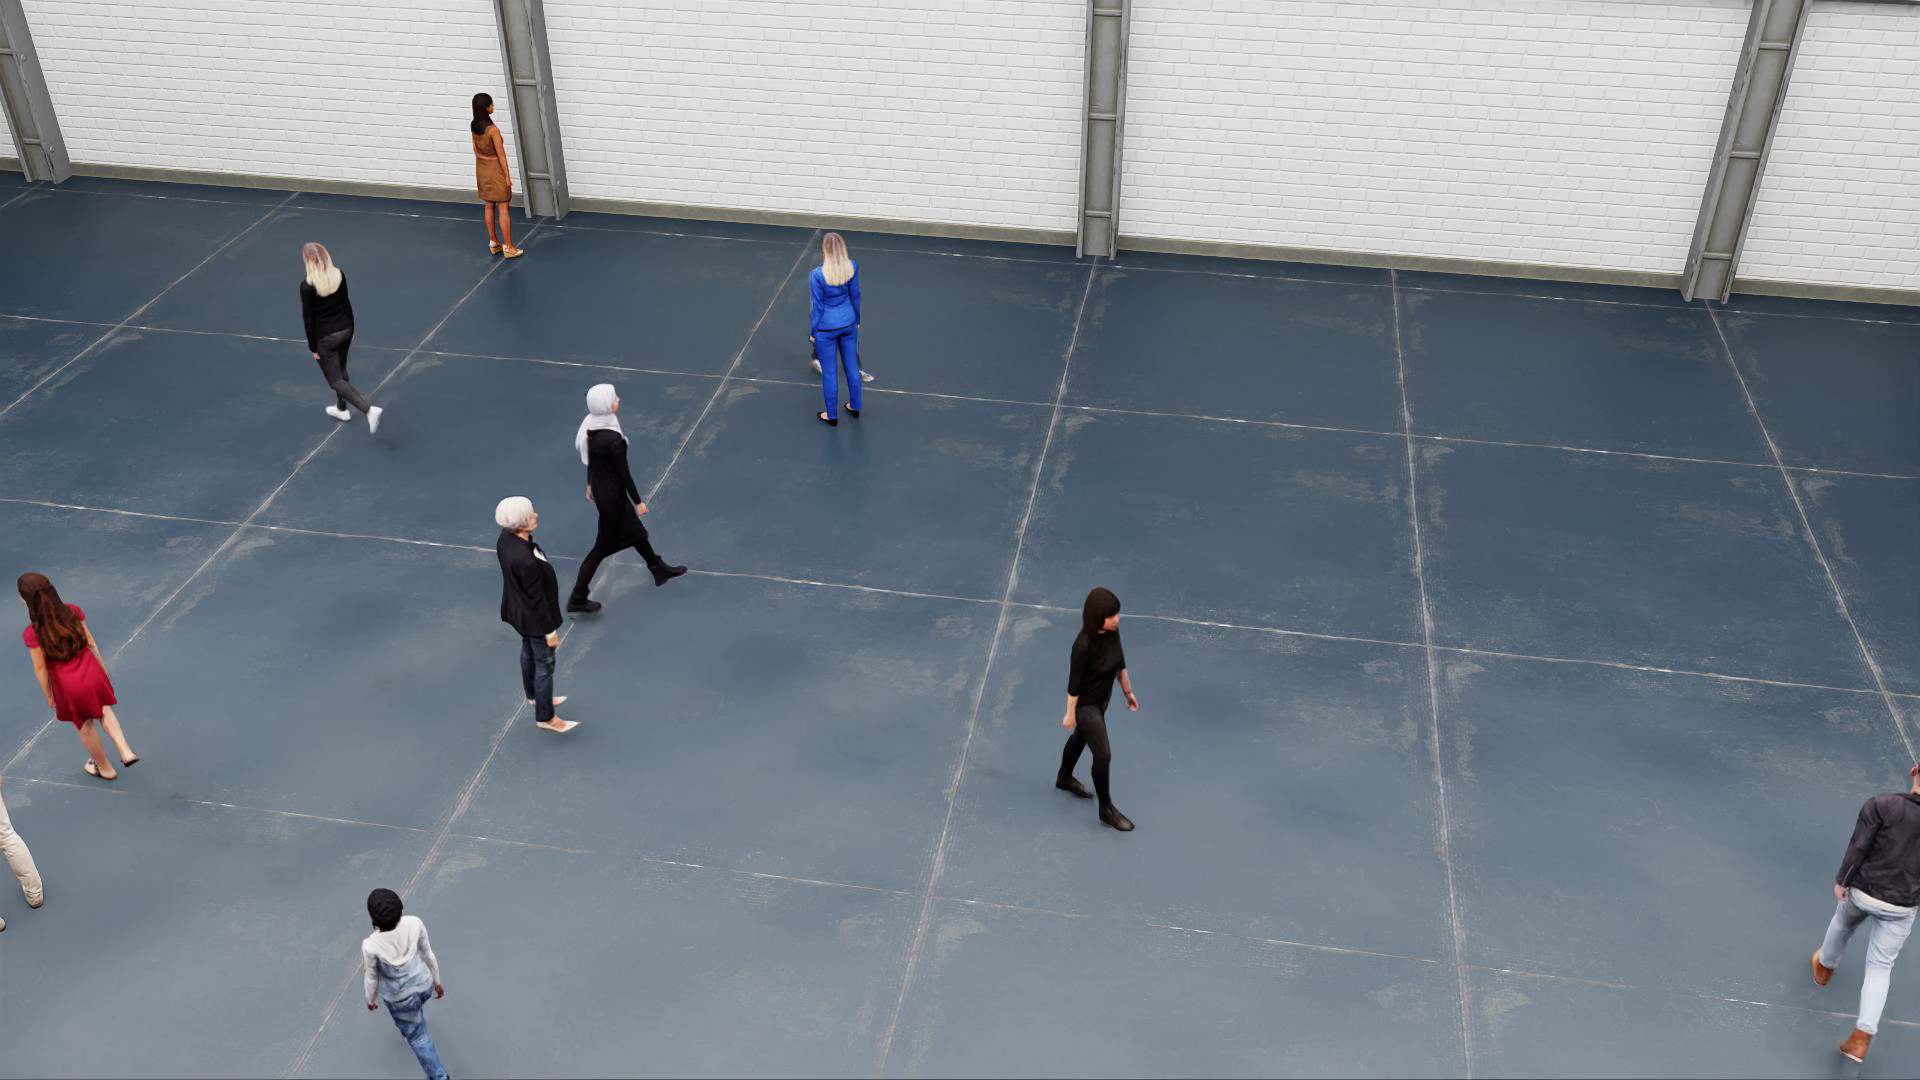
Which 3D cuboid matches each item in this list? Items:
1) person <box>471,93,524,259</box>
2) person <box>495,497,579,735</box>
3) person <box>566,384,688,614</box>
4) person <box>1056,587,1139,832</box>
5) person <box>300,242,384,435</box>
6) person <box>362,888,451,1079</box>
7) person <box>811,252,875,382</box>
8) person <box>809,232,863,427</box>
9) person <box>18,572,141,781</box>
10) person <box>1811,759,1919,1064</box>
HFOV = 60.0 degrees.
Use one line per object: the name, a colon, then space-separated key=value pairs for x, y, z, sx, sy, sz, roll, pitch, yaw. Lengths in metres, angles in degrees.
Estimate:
person: x=-4.711 y=-3.677 z=16.774 sx=0.585 sy=1.688 sz=0.703 roll=22 pitch=39 yaw=29
person: x=-2.650 y=0.429 z=10.378 sx=0.787 sy=1.780 sz=0.838 roll=-16 pitch=37 yaw=-23
person: x=-2.505 y=-0.226 z=11.548 sx=1.216 sy=1.726 sz=1.120 roll=-19 pitch=38 yaw=-26
person: x=0.712 y=0.925 z=9.913 sx=0.943 sy=1.619 sz=0.767 roll=19 pitch=38 yaw=26
person: x=-5.125 y=-1.631 z=13.722 sx=1.128 sy=1.659 sz=0.869 roll=19 pitch=38 yaw=26
person: x=-2.732 y=2.253 z=8.263 sx=0.807 sy=1.234 sz=0.943 roll=-28 pitch=43 yaw=-35
person: x=-1.145 y=-2.021 z=14.655 sx=0.959 sy=1.277 sz=0.821 roll=29 pitch=43 yaw=36
person: x=-1.033 y=-1.767 z=13.890 sx=0.696 sy=1.700 sz=0.761 roll=-20 pitch=39 yaw=-28
person: x=-5.315 y=0.862 z=10.076 sx=0.817 sy=1.544 sz=0.695 roll=21 pitch=39 yaw=28
person: x=4.666 y=1.835 z=8.368 sx=1.128 sy=1.814 sz=0.876 roll=12 pitch=36 yaw=18
